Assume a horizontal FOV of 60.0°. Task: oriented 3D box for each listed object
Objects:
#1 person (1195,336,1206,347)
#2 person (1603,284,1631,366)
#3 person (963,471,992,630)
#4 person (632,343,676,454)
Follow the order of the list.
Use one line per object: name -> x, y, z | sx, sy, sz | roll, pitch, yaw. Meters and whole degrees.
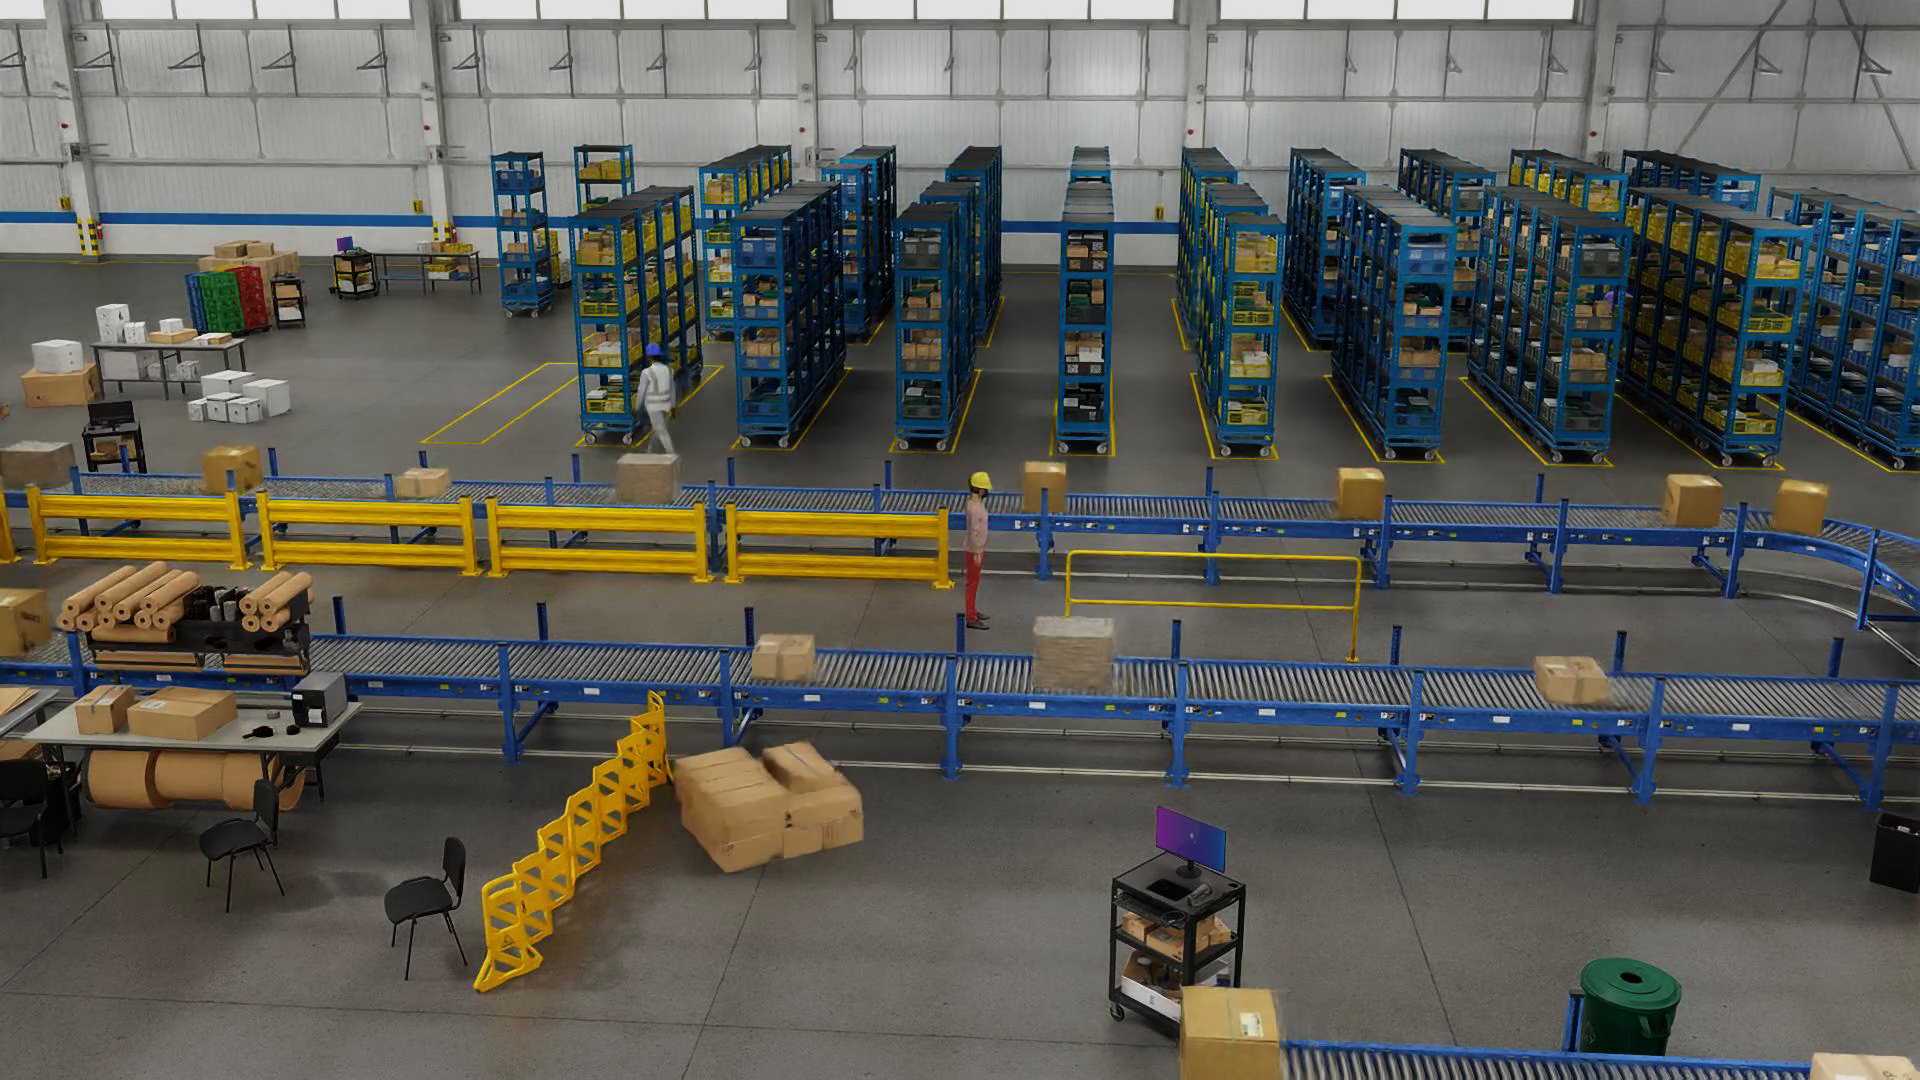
person -> 5.088, -4.561, 33.083 | 0.715, 1.807, 0.606 | -1, 18, -2
person -> 12.367, -4.034, 31.352 | 0.390, 1.838, 0.563 | -13, 22, -36
person -> 0.195, 0.102, 18.351 | 0.315, 1.766, 0.523 | 1, 18, 2
person -> -4.511, -1.986, 24.767 | 0.992, 1.900, 0.606 | 10, 20, 29
